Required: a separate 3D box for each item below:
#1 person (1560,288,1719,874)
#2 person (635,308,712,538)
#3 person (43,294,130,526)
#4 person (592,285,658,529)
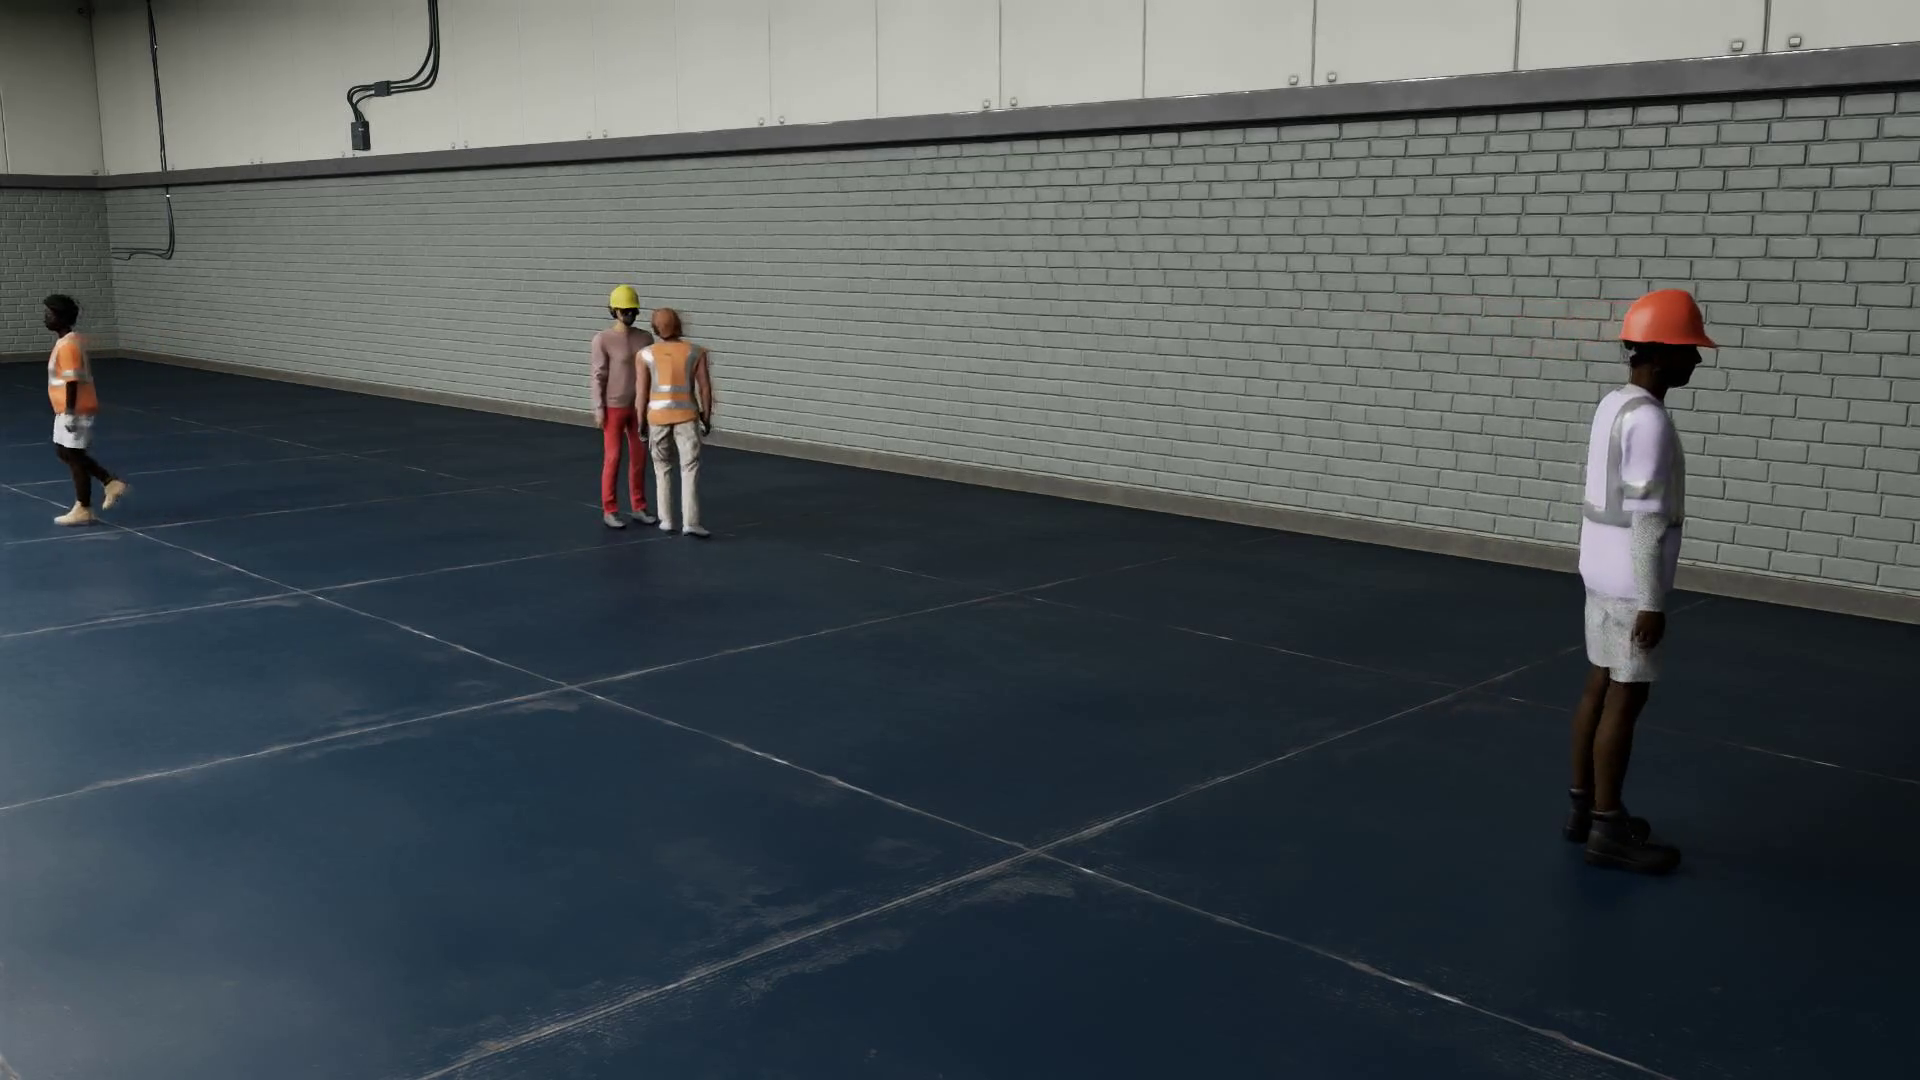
[{"bbox_3d":[2.292,0.128,5.612,0.372,1.935,0.551,1,10,7],"label":"person"},{"bbox_3d":[-2.013,-0.820,11.694,0.535,1.601,0.606,-1,10,-8],"label":"person"},{"bbox_3d":[-6.449,-0.955,12.179,0.425,1.685,0.548,-5,12,-27],"label":"person"},{"bbox_3d":[-2.414,-0.967,12.077,0.347,1.757,0.522,10,14,43],"label":"person"}]
